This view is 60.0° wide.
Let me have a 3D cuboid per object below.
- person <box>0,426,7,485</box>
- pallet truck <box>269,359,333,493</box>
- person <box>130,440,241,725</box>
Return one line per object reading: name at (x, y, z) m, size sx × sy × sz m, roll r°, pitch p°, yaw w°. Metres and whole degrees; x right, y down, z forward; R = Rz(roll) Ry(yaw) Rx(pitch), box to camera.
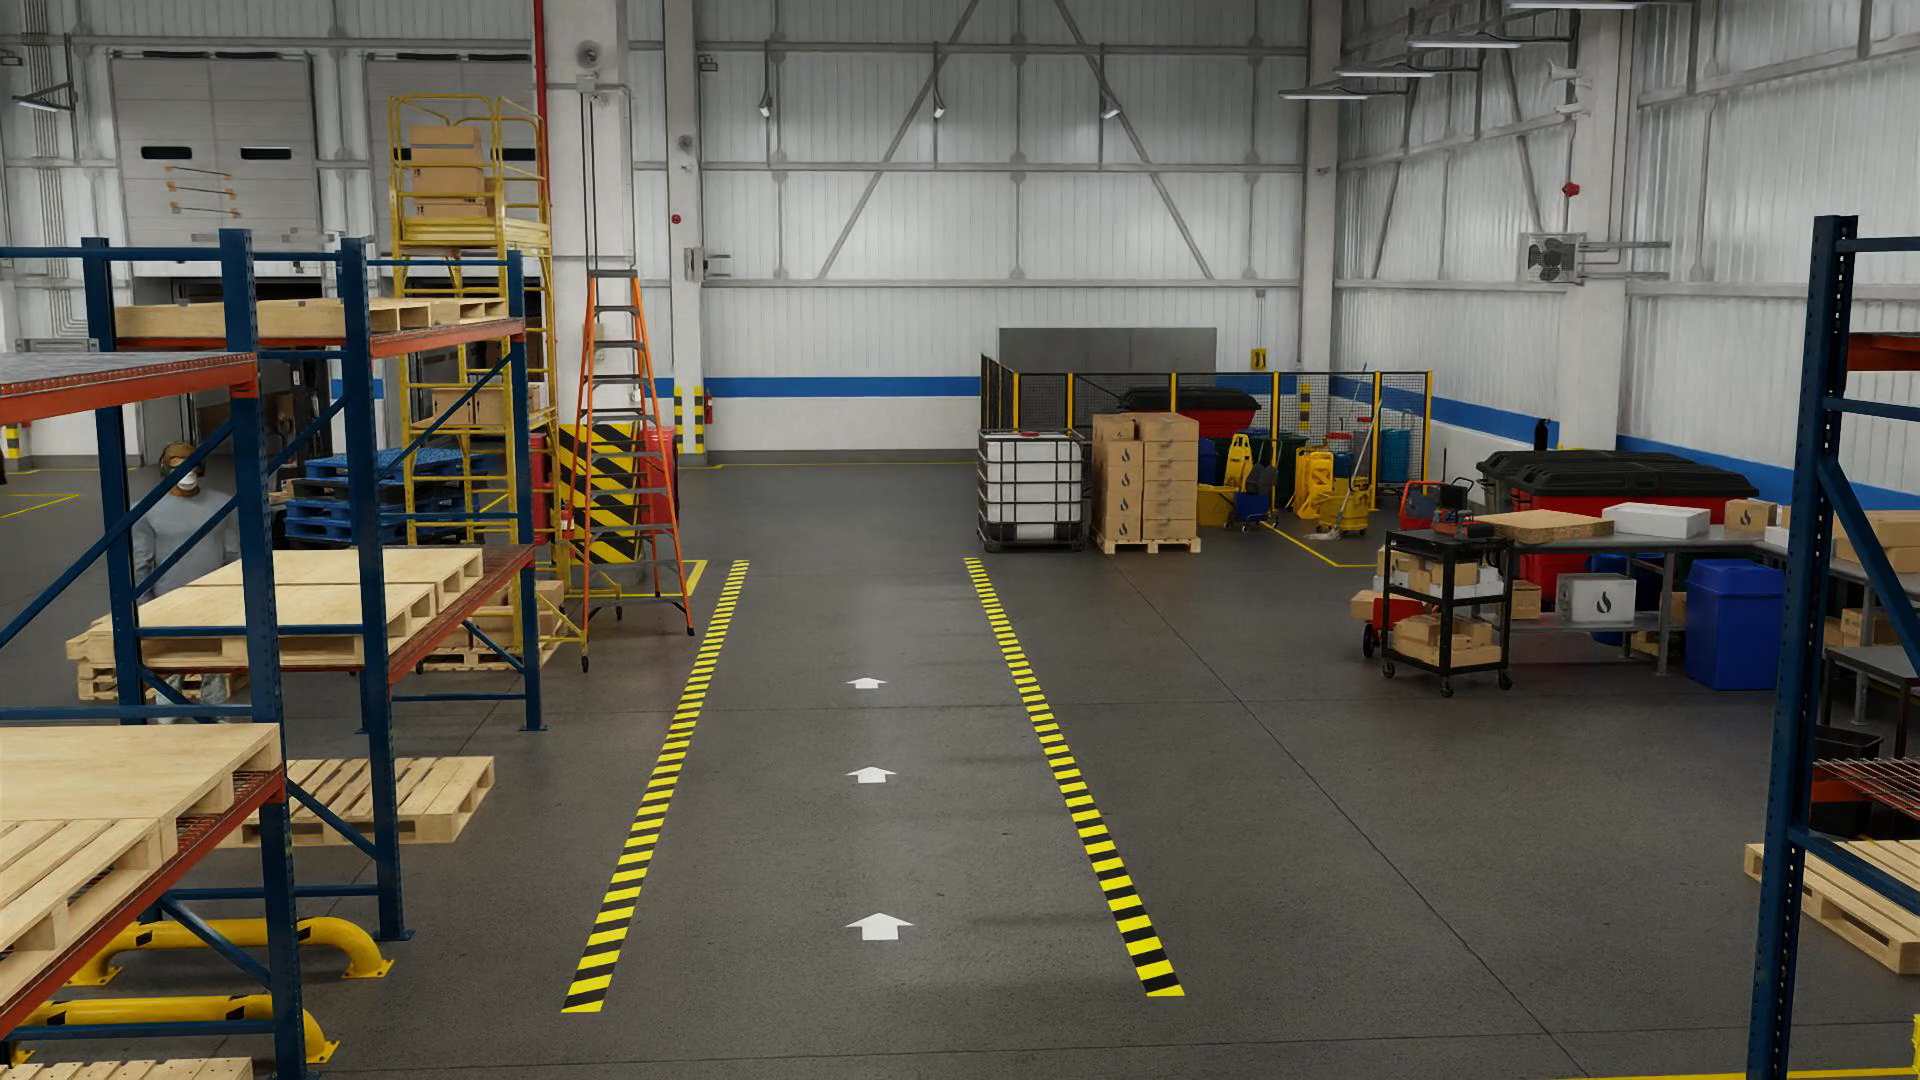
person at (-13.388, -1.695, 22.762) m, size 0.554 × 1.928 × 0.398 m, roll 1°, pitch 9°, yaw 4°
pallet truck at (-7.062, -1.131, 18.996) m, size 1.885 × 1.965 × 0.823 m, roll 2°, pitch 9°, yaw 13°
person at (-4.451, 0.389, 9.639) m, size 0.630 × 1.940 × 0.372 m, roll -8°, pitch 12°, yaw -42°
